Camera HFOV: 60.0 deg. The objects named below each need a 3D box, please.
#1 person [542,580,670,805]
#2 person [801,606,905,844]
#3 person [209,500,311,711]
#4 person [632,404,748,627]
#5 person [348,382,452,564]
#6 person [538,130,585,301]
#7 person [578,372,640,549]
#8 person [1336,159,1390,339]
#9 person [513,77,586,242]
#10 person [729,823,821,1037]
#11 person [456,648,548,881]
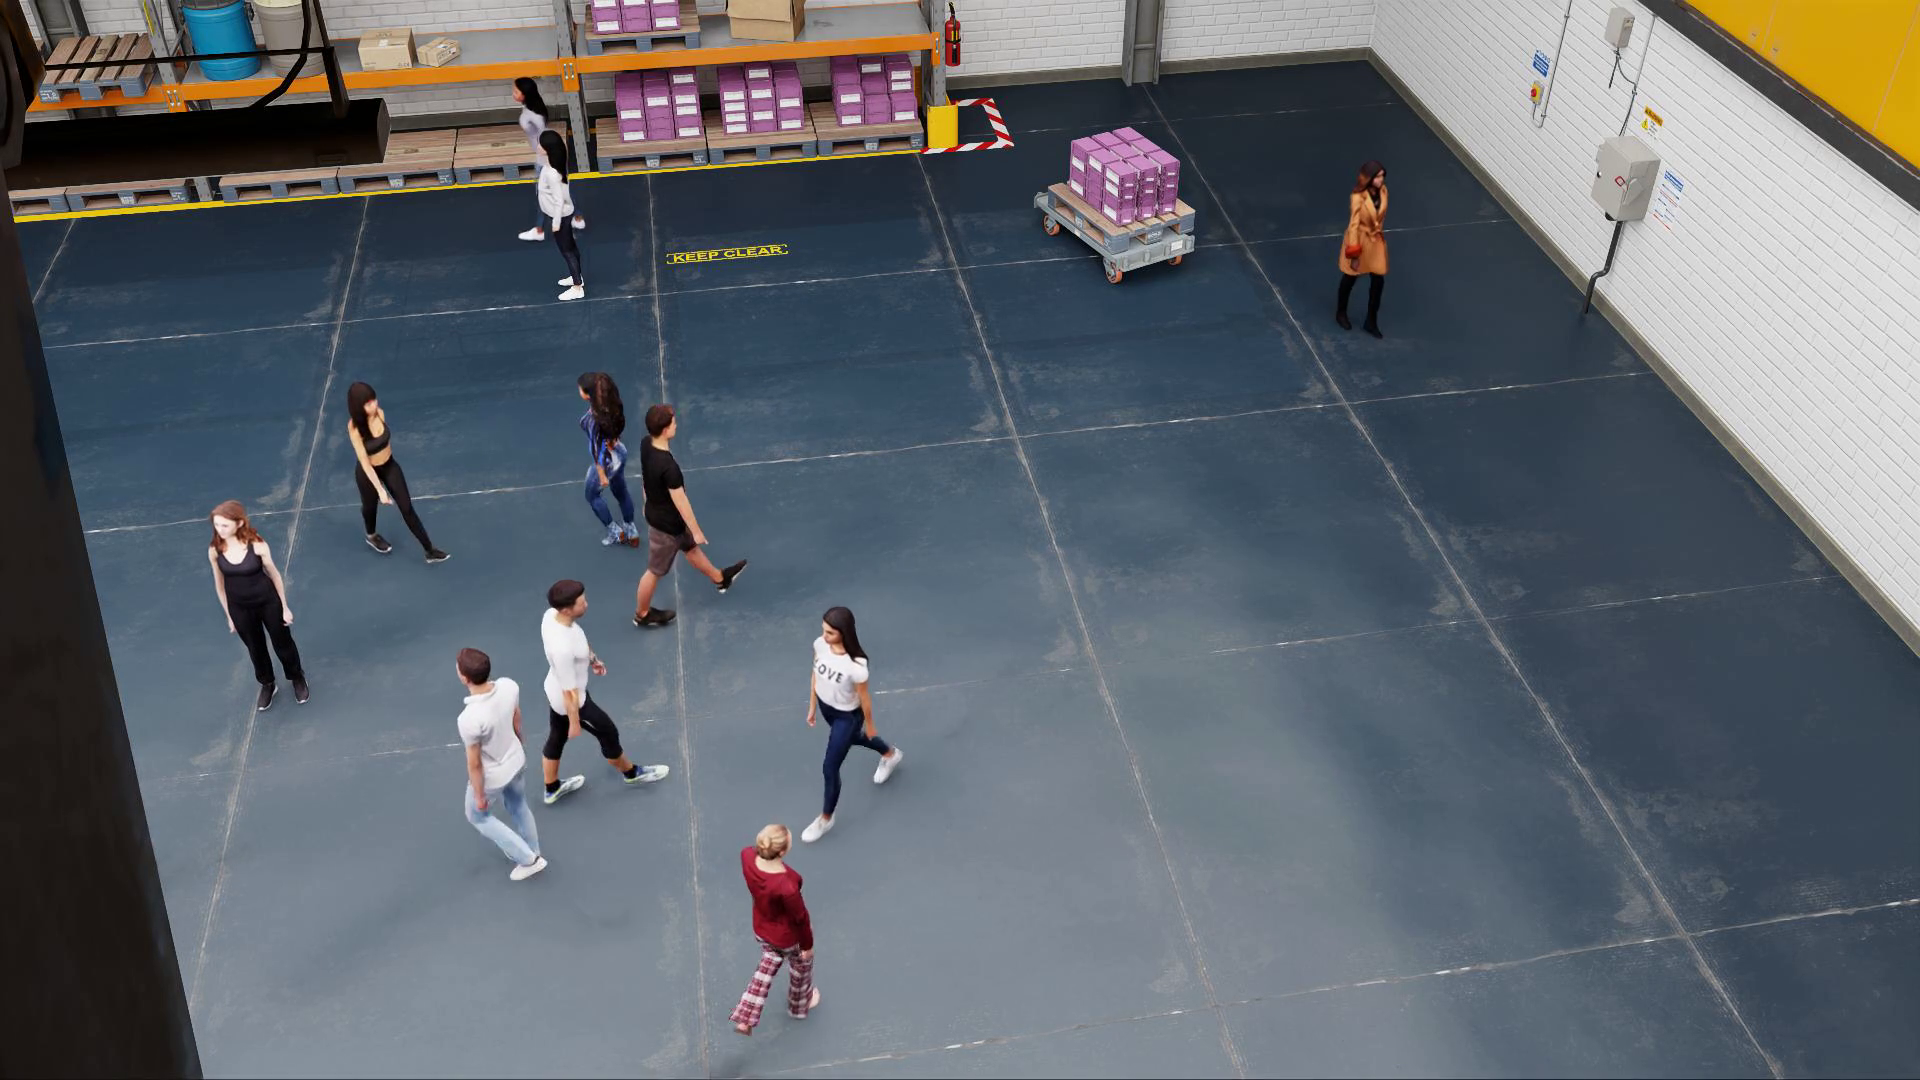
[{"bbox_3d":[-2.563,1.018,10.581,1.137,1.817,0.874,-18,42,-21],"label":"person"},{"bbox_3d":[-0.684,1.065,10.590,1.215,1.733,0.986,-29,47,-31],"label":"person"},{"bbox_3d":[-4.812,0.424,11.384,0.457,1.743,0.636,-8,39,-10],"label":"person"},{"bbox_3d":[-2.212,-0.122,12.017,1.287,1.806,0.955,-17,42,-20],"label":"person"},{"bbox_3d":[-4.497,-0.507,12.664,1.099,1.601,0.987,20,43,23],"label":"person"},{"bbox_3d":[-3.796,-3.108,15.842,0.539,1.700,0.608,-6,39,-7],"label":"person"},{"bbox_3d":[-2.633,-0.590,12.760,0.750,1.611,0.735,9,40,11],"label":"person"},{"bbox_3d":[3.647,-2.721,15.350,0.807,1.708,0.863,-16,41,-19],"label":"person"},{"bbox_3d":[-4.108,-3.848,16.767,0.972,1.701,0.733,-10,40,-12],"label":"person"},{"bbox_3d":[-1.057,2.182,9.233,0.899,1.679,0.967,26,46,29],"label":"person"},{"bbox_3d":[-2.722,1.420,10.063,0.872,1.837,0.825,16,41,19],"label":"person"}]
